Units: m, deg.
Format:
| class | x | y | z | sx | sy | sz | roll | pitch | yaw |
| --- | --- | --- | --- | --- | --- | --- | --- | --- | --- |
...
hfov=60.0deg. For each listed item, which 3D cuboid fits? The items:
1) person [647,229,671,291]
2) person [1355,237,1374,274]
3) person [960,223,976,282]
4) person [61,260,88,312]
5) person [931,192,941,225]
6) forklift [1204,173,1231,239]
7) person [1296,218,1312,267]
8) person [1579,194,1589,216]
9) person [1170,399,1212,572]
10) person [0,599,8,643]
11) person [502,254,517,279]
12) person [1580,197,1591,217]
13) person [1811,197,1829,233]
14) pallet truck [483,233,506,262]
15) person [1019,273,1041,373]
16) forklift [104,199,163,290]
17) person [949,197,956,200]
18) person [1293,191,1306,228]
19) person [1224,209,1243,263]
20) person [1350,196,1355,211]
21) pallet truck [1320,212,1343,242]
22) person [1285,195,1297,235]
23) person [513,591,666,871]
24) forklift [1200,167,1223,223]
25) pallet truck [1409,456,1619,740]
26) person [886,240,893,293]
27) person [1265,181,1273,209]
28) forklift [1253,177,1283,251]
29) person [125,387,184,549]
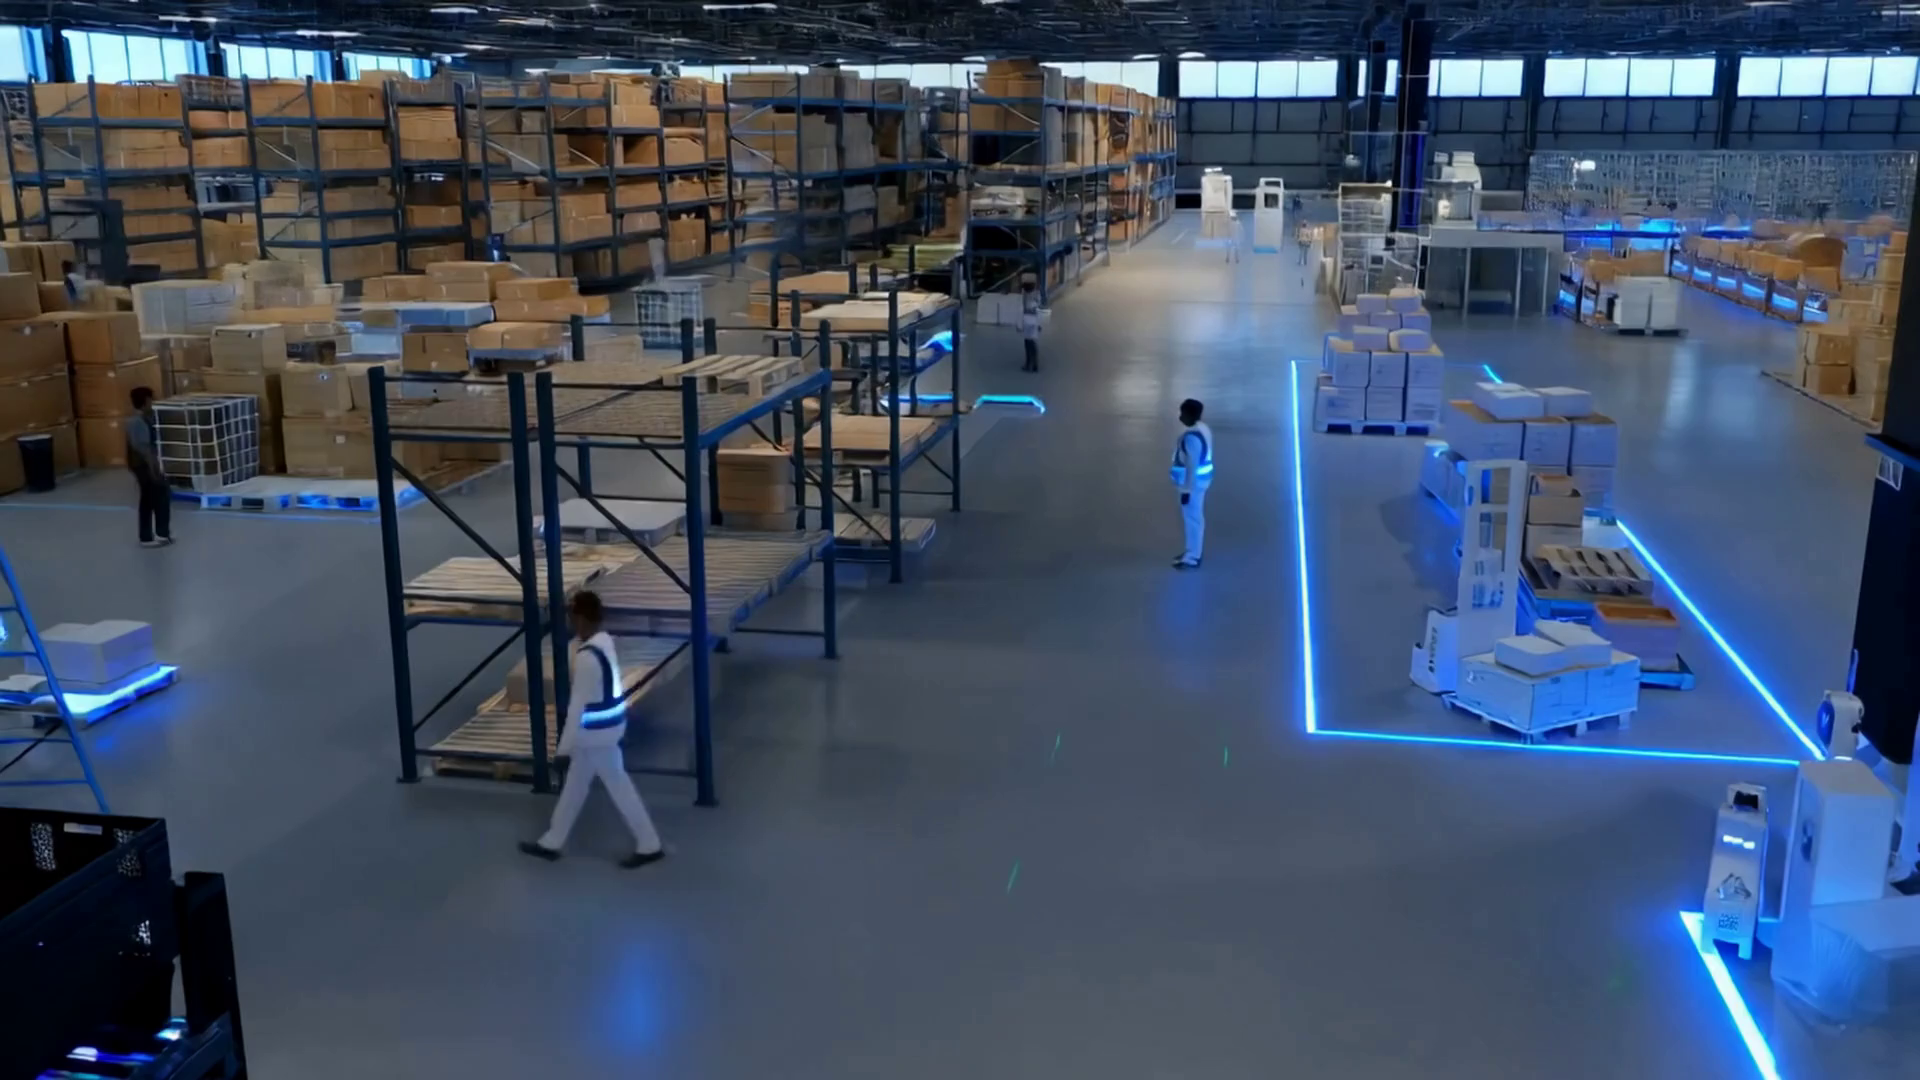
| class | x | y | z | sx | sy | sz | roll | pitch | yaw |
| --- | --- | --- | --- | --- | --- | --- | --- | --- | --- |
| person | -8.457 | -7.817 | 46.925 | 0.629 | 1.906 | 0.854 | 5 | 15 | 19 |
| person | 11.390 | -7.709 | 46.938 | 0.529 | 1.697 | 0.321 | 9 | 16 | 31 |
| person | 0.290 | -8.895 | 51.320 | 0.407 | 1.906 | 0.654 | -12 | 18 | -41 |
| person | -19.420 | -5.244 | 36.612 | 1.037 | 1.864 | 0.611 | -2 | 14 | -6 |
| person | -1.225 | -16.659 | 83.086 | 0.602 | 1.793 | 0.905 | 3 | 14 | 13 |
| forklift | 11.066 | -14.248 | 71.052 | 1.129 | 2.768 | 1.873 | 3 | 14 | 10 |
| person | 11.826 | -10.248 | 57.277 | 0.548 | 1.673 | 0.521 | 3 | 14 | 12 |
| person | 27.576 | -14.398 | 73.724 | 0.867 | 1.876 | 0.650 | 7 | 15 | 26 |
| person | 2.452 | -0.585 | 17.716 | 0.430 | 1.845 | 0.619 | 4 | 15 | 17 |
| person | -9.026 | 0.022 | 15.093 | 0.637 | 1.925 | 0.473 | 7 | 15 | 25 |
| person | -10.952 | -6.121 | 40.515 | 0.491 | 1.684 | 0.540 | 5 | 15 | 21 |
| person | 27.271 | -13.999 | 72.280 | 0.764 | 1.788 | 0.660 | 1 | 14 | 4 |
| person | 37.409 | -14.026 | 72.381 | 0.867 | 1.800 | 0.595 | 3 | 14 | 13 |
| pallet truck | -11.832 | -7.026 | 43.548 | 1.885 | 1.965 | 0.823 | 8 | 16 | 28 |
| person | 1.357 | -4.206 | 32.244 | 0.395 | 1.929 | 0.573 | -6 | 15 | -22 |
| forklift | -22.367 | -7.651 | 44.268 | 1.873 | 2.768 | 1.129 | -9 | 17 | -33 |
| person | -0.383 | -18.770 | 91.566 | 0.648 | 1.833 | 0.435 | -2 | 14 | -8 |
| person | 15.494 | -14.952 | 75.889 | 0.602 | 1.923 | 0.558 | 2 | 14 | 7 |
| person | 9.692 | -10.774 | 58.949 | 0.642 | 1.909 | 0.399 | 3 | 14 | 11 |
| person | 20.655 | -17.781 | 87.761 | 0.485 | 1.735 | 0.346 | -10 | 17 | -36 |
| pallet truck | 15.874 | -13.227 | 70.310 | 0.680 | 1.201 | 1.601 | 10 | 17 | 35 |
| person | 14.791 | -14.510 | 74.332 | 0.523 | 1.803 | 0.665 | -10 | 17 | -36 |
| person | -2.335 | 1.218 | 10.412 | 0.979 | 1.832 | 0.600 | -1 | 14 | -6 |
| forklift | 12.798 | -17.483 | 84.184 | 1.129 | 2.768 | 1.873 | 3 | 14 | 10 |
| pallet truck | 4.504 | 0.400 | 13.395 | 0.823 | 1.965 | 1.885 | -6 | 15 | -23 |
| person | -1.854 | -6.710 | 42.455 | 0.949 | 1.914 | 0.633 | 2 | 14 | 6 |
| person | 17.115 | -18.922 | 91.966 | 0.548 | 1.937 | 0.379 | -11 | 18 | -38 |
| forklift | 12.083 | -12.747 | 64.956 | 1.129 | 2.768 | 1.873 | 3 | 14 | 10 |
| person | -9.022 | -0.803 | 18.619 | 0.500 | 1.826 | 0.566 | -5 | 15 | -21 |
